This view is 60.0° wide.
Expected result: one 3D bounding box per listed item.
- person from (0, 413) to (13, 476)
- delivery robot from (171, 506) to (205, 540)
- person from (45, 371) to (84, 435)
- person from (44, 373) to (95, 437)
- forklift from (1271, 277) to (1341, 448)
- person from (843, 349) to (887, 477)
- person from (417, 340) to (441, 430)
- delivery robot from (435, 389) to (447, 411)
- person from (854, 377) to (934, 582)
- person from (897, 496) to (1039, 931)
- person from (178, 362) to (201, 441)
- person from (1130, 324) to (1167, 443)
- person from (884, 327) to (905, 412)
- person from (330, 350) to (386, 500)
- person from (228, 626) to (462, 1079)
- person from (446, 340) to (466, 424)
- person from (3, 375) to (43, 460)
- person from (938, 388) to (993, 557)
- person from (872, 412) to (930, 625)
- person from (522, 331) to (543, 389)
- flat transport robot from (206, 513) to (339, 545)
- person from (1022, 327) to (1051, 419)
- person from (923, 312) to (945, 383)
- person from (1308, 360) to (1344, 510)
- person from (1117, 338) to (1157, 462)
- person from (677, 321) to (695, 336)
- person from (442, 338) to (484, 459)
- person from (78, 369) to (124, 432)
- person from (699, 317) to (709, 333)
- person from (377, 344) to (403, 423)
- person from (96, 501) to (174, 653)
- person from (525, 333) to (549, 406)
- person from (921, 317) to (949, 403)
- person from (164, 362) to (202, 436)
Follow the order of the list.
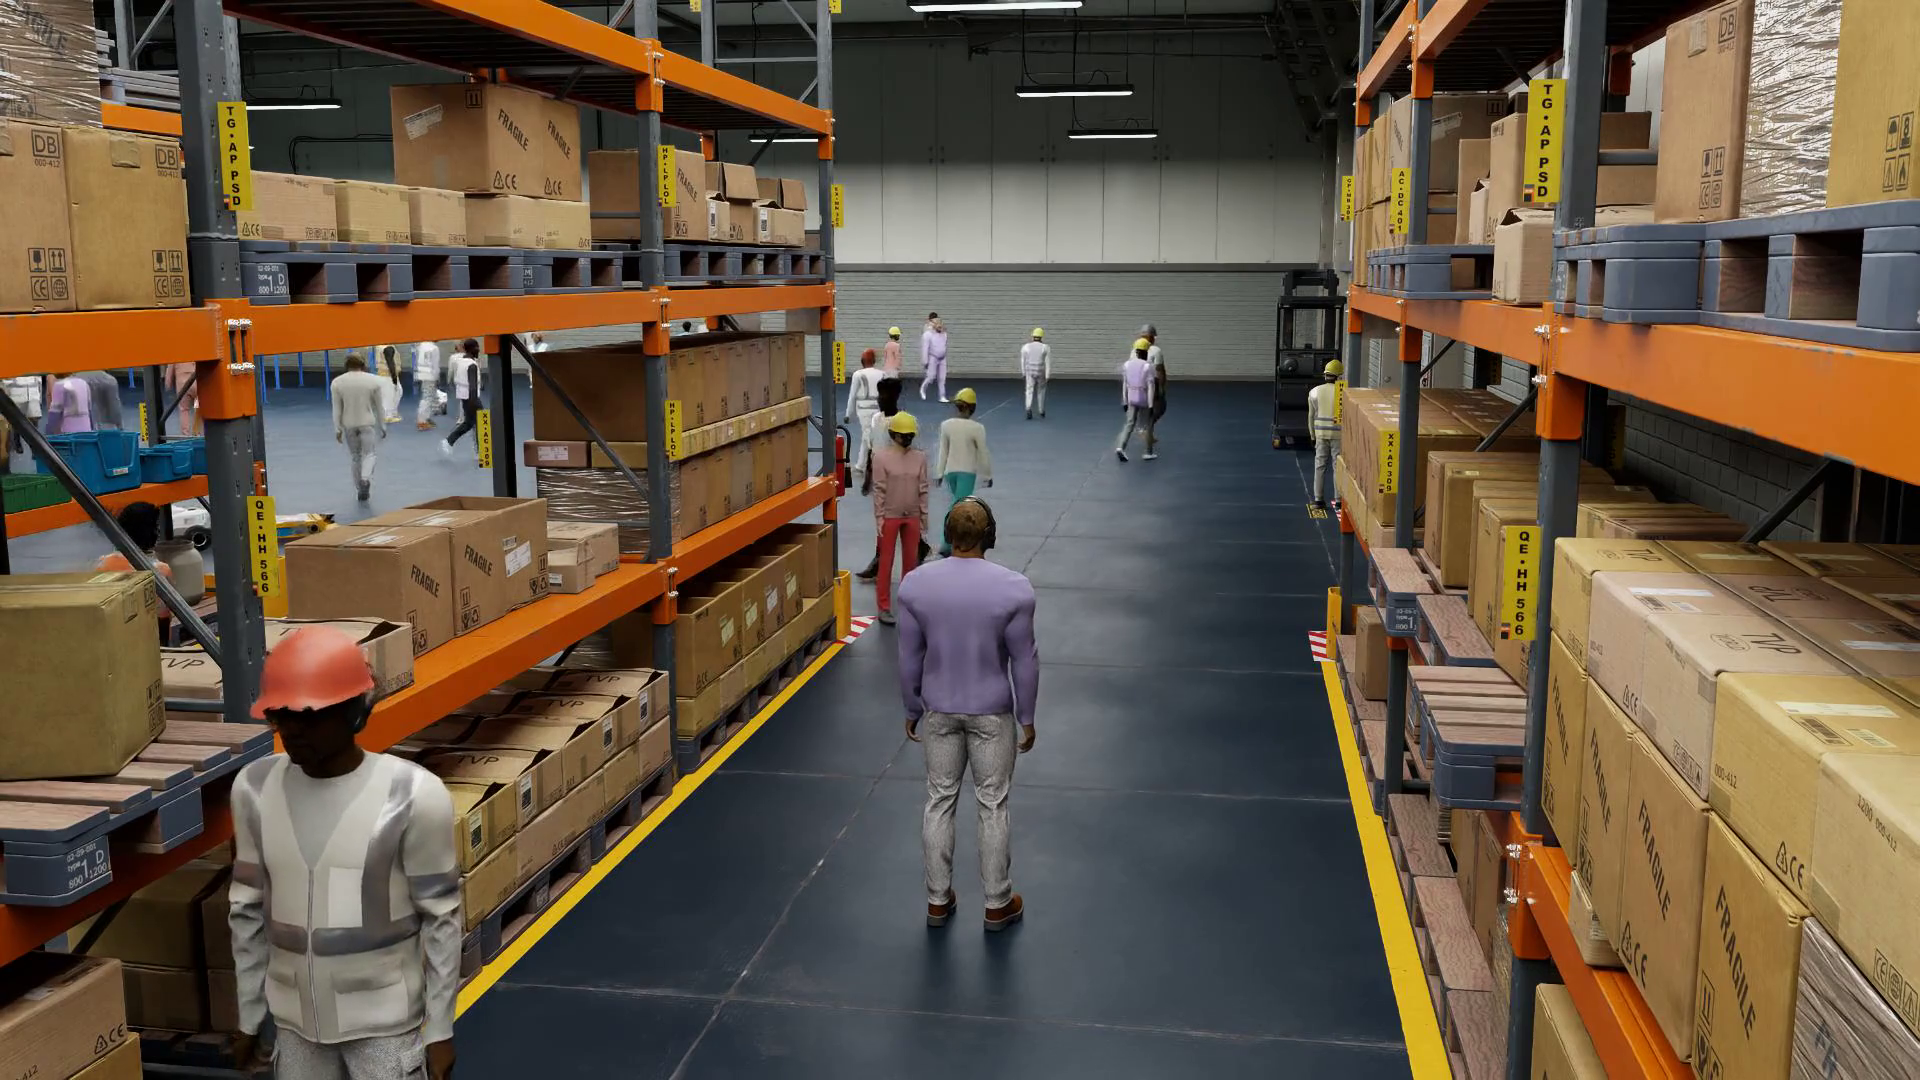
[{"bbox_3d":[-11.020,-1.066,19.159,0.530,1.804,0.751,6,11,31],"label":"person"},{"bbox_3d":[-8.305,-0.188,17.391,0.707,0.478,0.477,-9,13,-42],"label":"delivery robot"},{"bbox_3d":[-12.108,-1.687,22.630,0.642,1.910,0.401,0,9,-1],"label":"person"},{"bbox_3d":[-10.612,-1.263,19.808,1.047,1.981,0.616,0,9,-3],"label":"person"},{"bbox_3d":[5.847,-3.016,27.970,1.129,2.768,1.873,1,9,9],"label":"forklift"},{"bbox_3d":[-1.278,-1.775,23.417,0.970,1.840,0.576,9,13,43],"label":"person"},{"bbox_3d":[-9.779,-2.985,30.648,0.640,1.899,0.599,-7,12,-37],"label":"person"},{"bbox_3d":[-10.736,-2.891,34.061,0.477,0.478,0.707,-1,9,-6],"label":"delivery robot"},{"bbox_3d":[-0.614,-0.608,15.921,0.952,1.936,0.606,-6,11,-34],"label":"person"},{"bbox_3d":[0.041,0.766,7.404,0.635,1.938,0.359,2,10,15],"label":"person"},{"bbox_3d":[-12.479,-2.452,27.374,0.563,1.890,0.936,5,11,29],"label":"person"},{"bbox_3d":[3.207,-2.622,28.121,0.565,2.000,0.718,-6,11,-35],"label":"person"},{"bbox_3d":[-1.366,-3.511,34.316,0.327,1.769,0.525,-6,11,-32],"label":"person"},{"bbox_3d":[-7.630,-1.445,21.105,0.639,1.924,0.743,-2,9,-12],"label":"person"},{"bbox_3d":[-1.600,1.219,4.295,0.614,2.040,0.390,1,9,9],"label":"person"},{"bbox_3d":[-9.400,-2.935,31.223,0.687,1.610,0.550,6,11,33],"label":"person"},{"bbox_3d":[-14.640,-2.228,25.985,0.551,1.913,0.811,-9,13,-43],"label":"person"},{"bbox_3d":[0.016,-0.680,16.991,0.538,1.728,0.887,7,11,36],"label":"person"},{"bbox_3d":[-0.486,-0.190,13.845,0.532,1.763,0.322,-6,11,-31],"label":"person"},{"bbox_3d":[-10.630,-4.708,41.421,0.531,1.854,0.460,0,9,2],"label":"person"},{"bbox_3d":[-7.555,-0.127,18.171,1.431,0.197,0.652,-5,10,-27],"label":"flat transport robot"},{"bbox_3d":[1.499,-3.301,32.917,0.595,1.803,0.805,2,9,11],"label":"person"},{"bbox_3d":[-0.706,-5.020,43.395,0.625,1.844,0.429,-6,11,-33],"label":"person"},{"bbox_3d":[4.572,-1.291,20.420,0.590,1.833,0.404,6,11,34],"label":"person"},{"bbox_3d":[2.732,-2.158,25.571,0.595,1.893,0.918,7,12,38],"label":"person"},{"bbox_3d":[-6.676,-4.521,40.756,0.540,1.695,0.317,0,9,1],"label":"person"},{"bbox_3d":[-7.640,-2.192,25.797,0.754,1.894,0.599,-7,11,-36],"label":"person"},{"bbox_3d":[-11.038,-1.502,21.455,0.641,1.917,0.474,4,10,24],"label":"person"},{"bbox_3d":[-6.461,-4.910,42.701,0.530,1.840,0.689,-3,10,-19],"label":"person"},{"bbox_3d":[-10.938,-3.173,32.074,0.542,1.817,0.663,-4,10,-25],"label":"person"},{"bbox_3d":[-4.468,0.609,9.220,0.551,1.659,0.843,3,10,20],"label":"person"},{"bbox_3d":[-9.096,-3.667,35.821,0.544,1.589,0.872,3,10,19],"label":"person"},{"bbox_3d":[-0.552,-4.011,37.043,0.649,1.889,0.692,-7,11,-36],"label":"person"},{"bbox_3d":[-13.112,-2.587,28.261,0.786,1.872,0.670,-3,10,-21],"label":"person"}]
